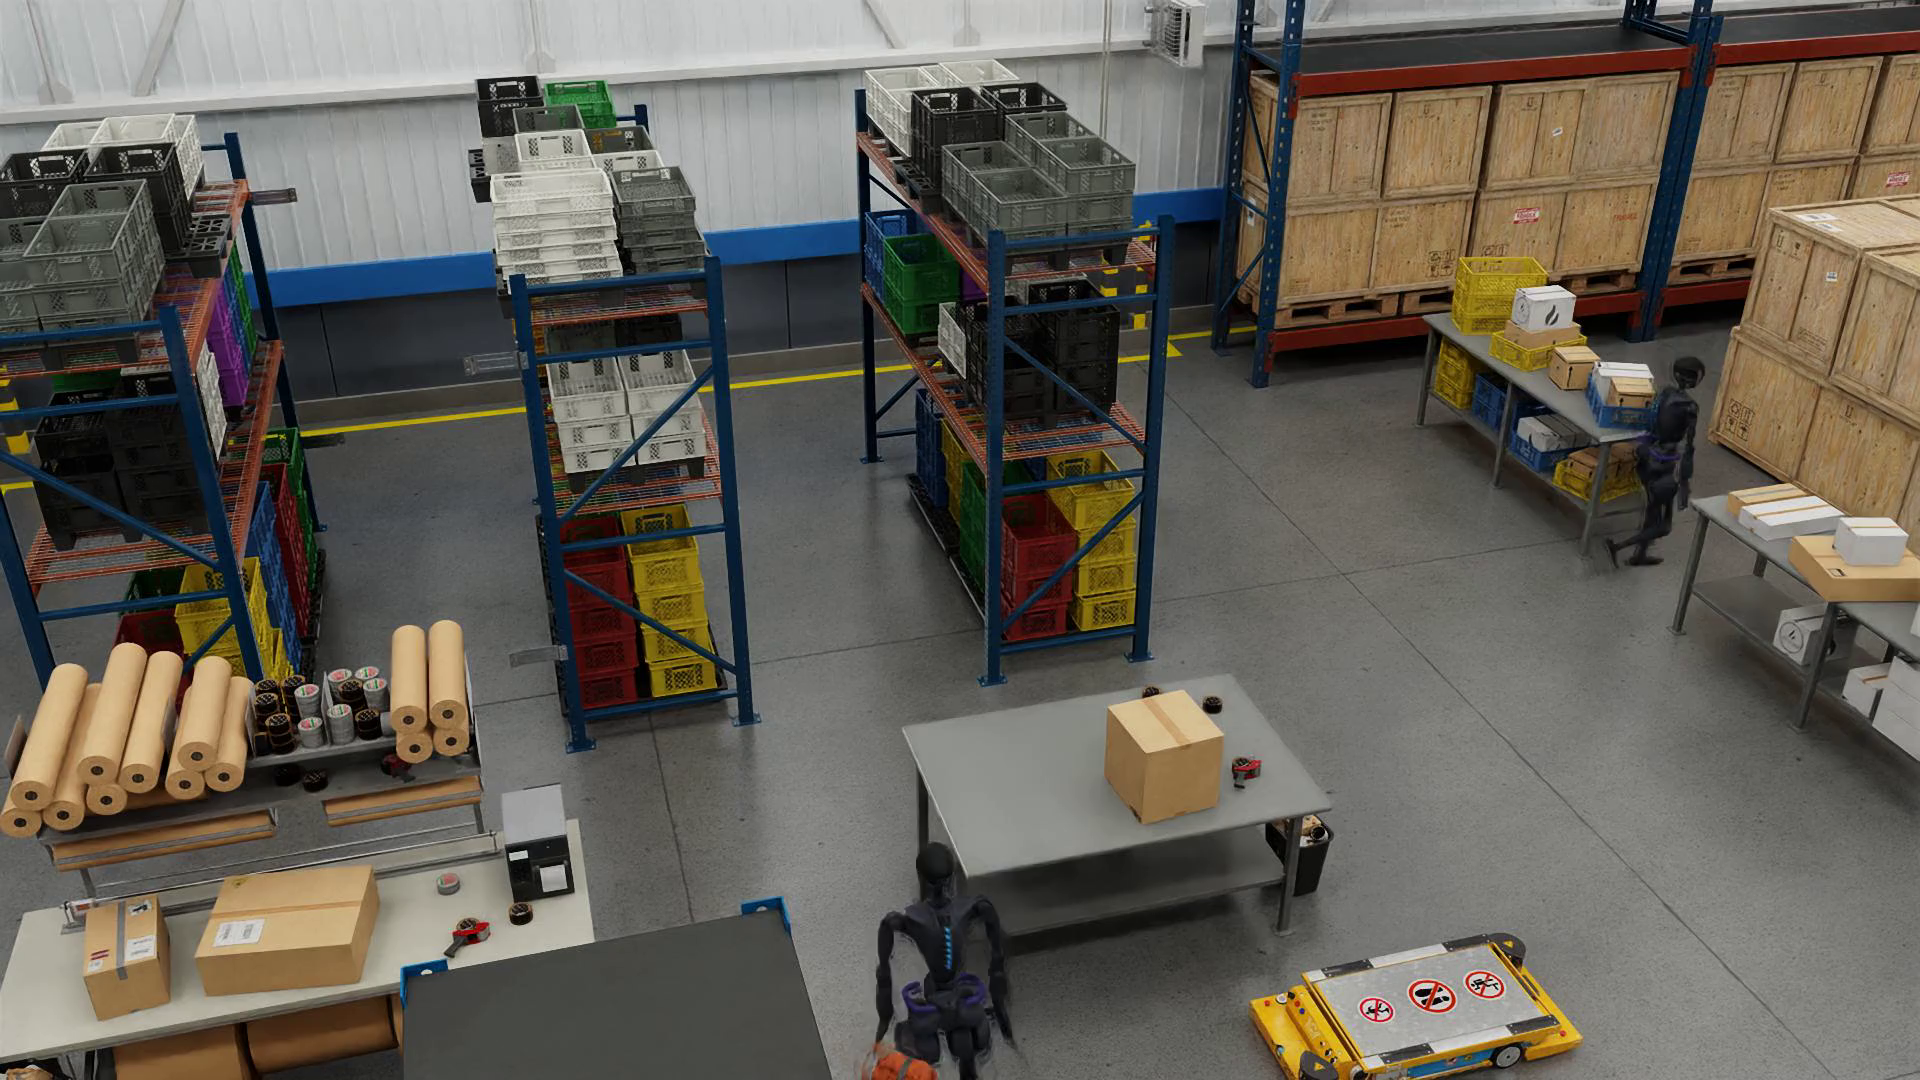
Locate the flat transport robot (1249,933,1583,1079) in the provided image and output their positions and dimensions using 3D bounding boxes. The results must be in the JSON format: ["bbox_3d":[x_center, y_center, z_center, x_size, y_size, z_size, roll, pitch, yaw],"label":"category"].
[{"bbox_3d":[2.184,2.282,7.980,1.431,0.197,0.652,-8,30,-14],"label":"flat transport robot"}]

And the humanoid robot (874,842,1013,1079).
[{"bbox_3d":[-0.065,2.022,7.028,0.590,1.637,0.486,-8,30,-15],"label":"humanoid robot"}]

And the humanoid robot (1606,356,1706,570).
[{"bbox_3d":[4.858,-0.512,11.637,0.450,1.645,0.629,0,29,0],"label":"humanoid robot"}]

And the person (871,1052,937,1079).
[{"bbox_3d":[-0.235,2.540,5.926,0.992,1.826,0.587,22,36,34],"label":"person"}]
